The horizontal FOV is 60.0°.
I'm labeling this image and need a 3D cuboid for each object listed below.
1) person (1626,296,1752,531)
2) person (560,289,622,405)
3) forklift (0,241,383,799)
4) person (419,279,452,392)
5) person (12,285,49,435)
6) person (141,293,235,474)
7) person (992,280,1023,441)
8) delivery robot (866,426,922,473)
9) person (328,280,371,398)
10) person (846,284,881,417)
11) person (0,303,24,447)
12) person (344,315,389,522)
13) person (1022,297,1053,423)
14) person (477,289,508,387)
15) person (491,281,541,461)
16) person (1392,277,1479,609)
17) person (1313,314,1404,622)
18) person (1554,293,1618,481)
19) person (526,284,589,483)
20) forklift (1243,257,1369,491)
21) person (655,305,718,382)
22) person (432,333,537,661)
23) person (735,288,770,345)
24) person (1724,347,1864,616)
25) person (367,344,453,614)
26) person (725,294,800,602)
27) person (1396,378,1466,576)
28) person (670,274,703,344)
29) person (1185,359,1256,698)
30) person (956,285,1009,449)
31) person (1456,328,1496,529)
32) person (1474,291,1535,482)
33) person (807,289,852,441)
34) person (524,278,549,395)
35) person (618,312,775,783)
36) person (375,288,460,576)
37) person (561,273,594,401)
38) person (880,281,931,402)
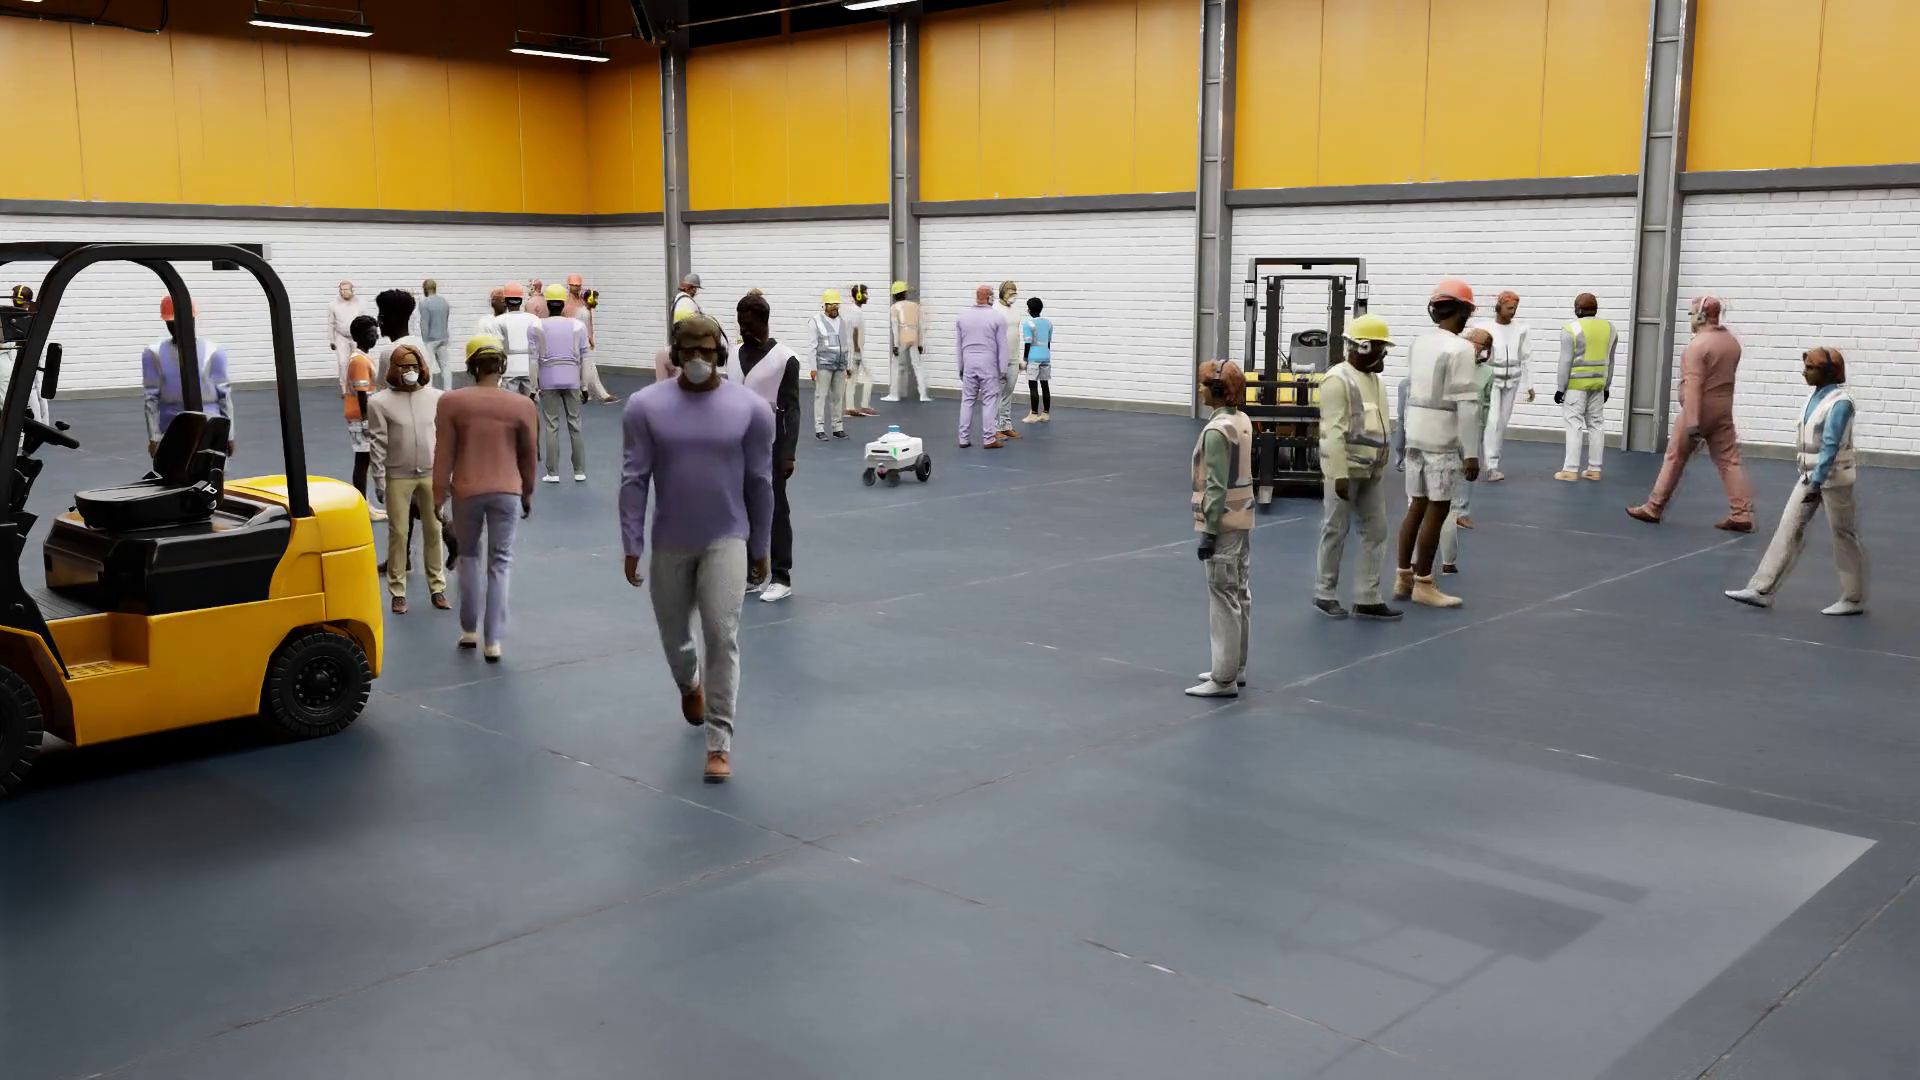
[{"bbox_3d":[5.913,-1.010,13.281,0.637,1.857,0.999,-5,11,-30],"label":"person"},{"bbox_3d":[-5.799,-2.932,25.372,1.150,1.767,0.536,-2,10,-15],"label":"person"},{"bbox_3d":[-3.706,-0.171,7.093,1.214,2.155,2.313,9,13,43],"label":"forklift"},{"bbox_3d":[-8.234,-3.109,25.958,0.534,1.928,0.650,5,10,26],"label":"person"},{"bbox_3d":[-11.481,-2.196,20.484,0.328,1.876,0.514,-1,9,-5],"label":"person"},{"bbox_3d":[-5.341,-0.752,11.516,0.549,1.916,0.474,-2,9,-11],"label":"person"},{"bbox_3d":[0.542,-2.176,20.187,0.373,1.935,0.628,7,12,38],"label":"person"},{"bbox_3d":[-0.634,-0.858,16.027,0.477,0.478,0.707,3,10,20],"label":"delivery robot"},{"bbox_3d":[-9.795,-3.222,26.739,0.667,1.880,0.721,-3,10,-19],"label":"person"},{"bbox_3d":[-1.329,-2.643,23.278,0.641,1.852,0.554,-2,9,-12],"label":"person"},{"bbox_3d":[-11.069,-1.914,19.154,0.324,1.743,0.490,-1,9,-4],"label":"person"},{"bbox_3d":[-4.892,-0.997,13.676,0.321,1.696,0.537,-3,10,-18],"label":"person"},{"bbox_3d":[1.029,-2.410,22.351,0.530,1.692,0.321,-9,13,-44],"label":"person"},{"bbox_3d":[-5.370,-2.009,19.450,0.918,1.853,0.583,7,12,36],"label":"person"},{"bbox_3d":[-4.746,-1.794,17.826,0.542,1.939,0.362,-5,11,-29],"label":"person"},{"bbox_3d":[2.971,-0.593,10.231,0.464,2.024,0.701,-3,10,-17],"label":"person"},{"bbox_3d":[2.323,-0.412,9.760,0.682,1.804,0.552,-9,13,-43],"label":"person"},{"bbox_3d":[6.091,-1.492,16.278,0.631,1.840,0.428,-3,10,-17],"label":"person"},{"bbox_3d":[-3.892,-1.510,16.119,0.589,1.927,0.388,-4,10,-24],"label":"person"},{"bbox_3d":[3.309,-1.629,16.029,1.214,2.155,2.313,2,9,11],"label":"forklift"},{"bbox_3d":[-2.272,-1.063,13.866,0.526,1.768,0.330,-3,10,-15],"label":"person"},{"bbox_3d":[-2.531,-0.234,8.886,0.546,1.718,0.614,-3,10,-17],"label":"person"},{"bbox_3d":[-2.387,-2.002,19.381,0.329,1.844,0.518,7,12,37],"label":"person"},{"bbox_3d":[5.049,-0.338,9.907,0.823,1.597,0.532,0,9,1],"label":"person"},{"bbox_3d":[-3.301,-0.367,10.042,0.493,1.624,0.280,-7,11,-35],"label":"person"},{"bbox_3d":[-1.251,-0.578,10.447,0.587,1.914,0.392,6,11,34],"label":"person"},{"bbox_3d":[3.198,-0.570,11.251,0.498,1.633,0.282,2,10,13],"label":"person"},{"bbox_3d":[-4.177,-3.051,25.221,0.631,2.000,0.899,-5,10,-27],"label":"person"},{"bbox_3d":[1.273,-0.054,8.066,0.313,1.642,0.513,4,10,23],"label":"person"},{"bbox_3d":[0.269,-1.998,19.243,0.659,1.894,0.413,5,10,26],"label":"person"},{"bbox_3d":[4.033,-0.924,13.496,0.558,1.601,0.727,-1,9,-7],"label":"person"},{"bbox_3d":[5.313,-1.484,16.211,0.566,1.850,0.835,-1,9,-5],"label":"person"},{"bbox_3d":[-1.553,-2.112,20.100,0.599,1.830,0.404,-7,12,-38],"label":"person"},{"bbox_3d":[-6.996,-3.350,27.452,0.408,1.912,0.641,2,9,12],"label":"person"},{"bbox_3d":[-1.096,-0.008,7.004,0.639,1.909,0.885,-1,9,-4],"label":"person"},{"bbox_3d":[-3.652,-0.702,11.095,0.688,1.952,0.619,0,9,-1],"label":"person"},{"bbox_3d":[-6.030,-3.168,26.071,0.609,1.997,0.374,-7,11,-35],"label":"person"},{"bbox_3d":[-0.814,-3.088,25.992,0.639,1.878,0.687,-8,12,-39],"label":"person"}]
